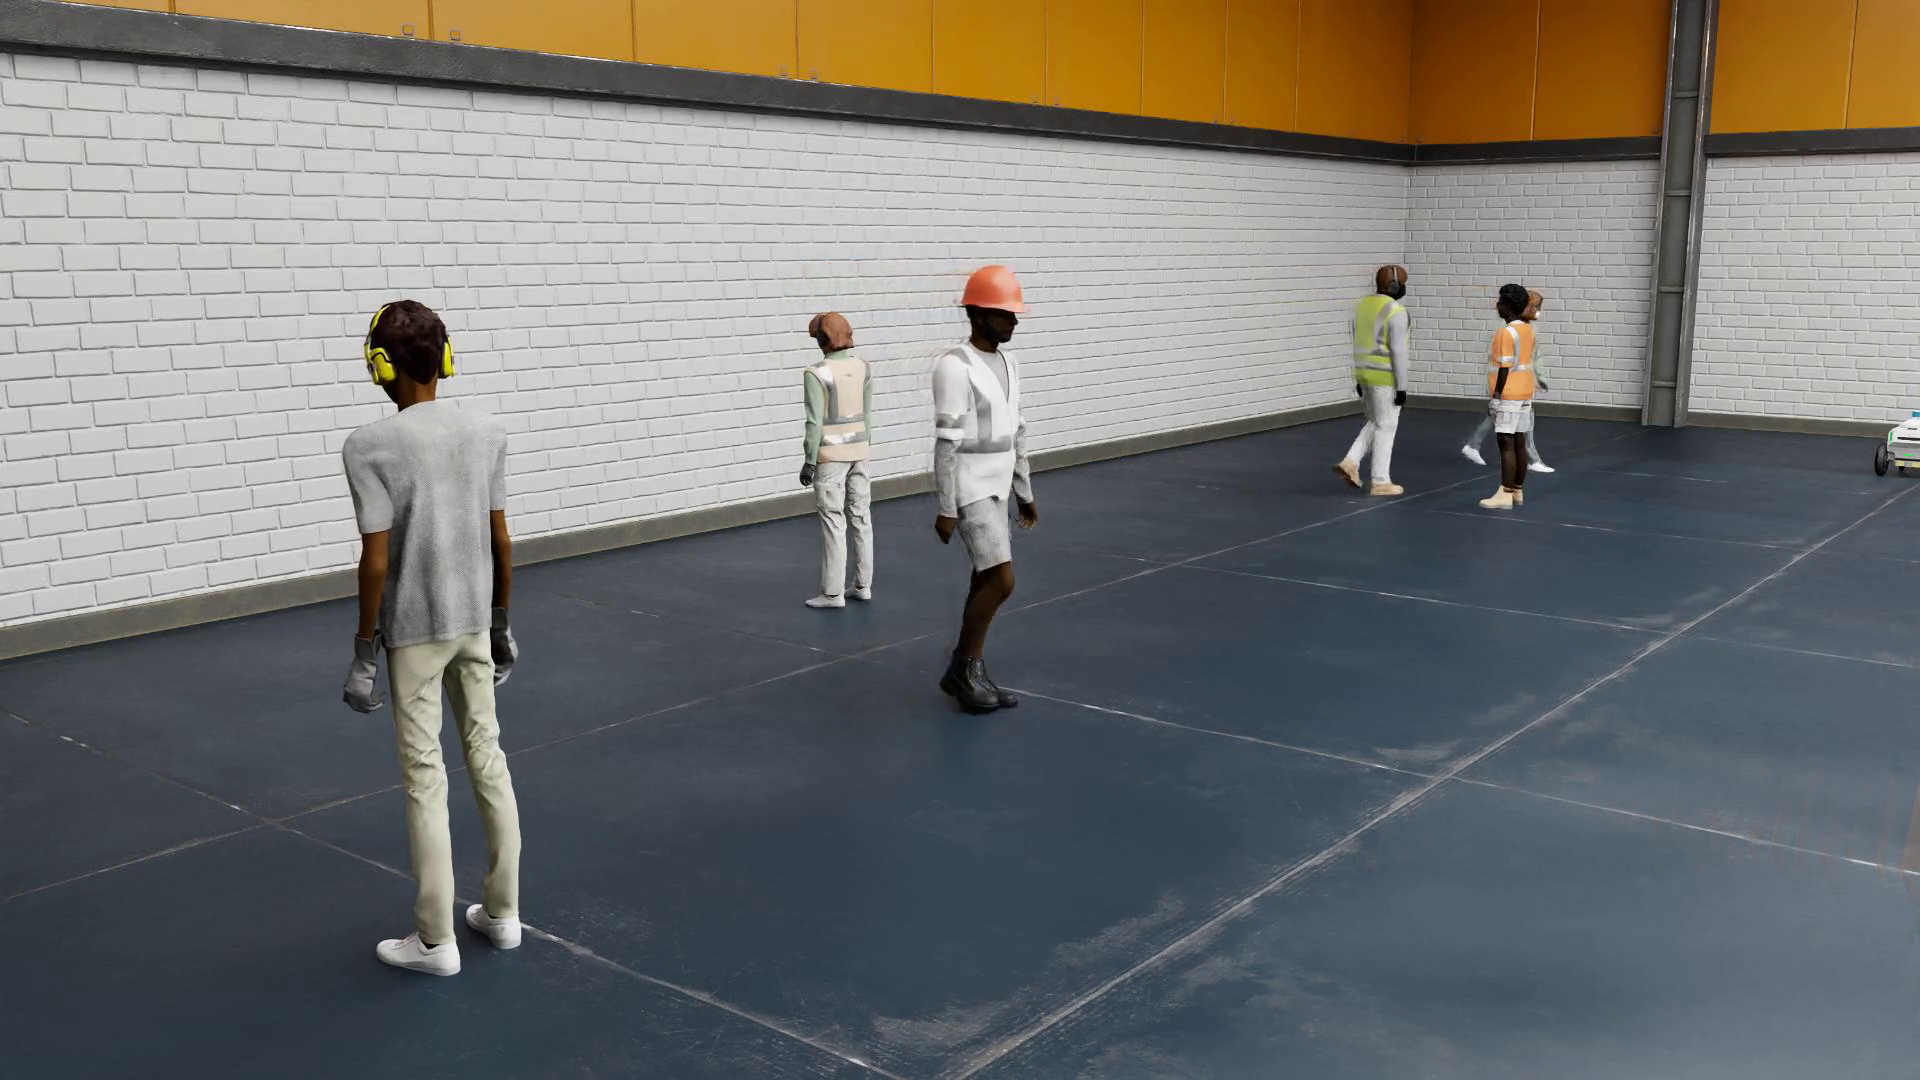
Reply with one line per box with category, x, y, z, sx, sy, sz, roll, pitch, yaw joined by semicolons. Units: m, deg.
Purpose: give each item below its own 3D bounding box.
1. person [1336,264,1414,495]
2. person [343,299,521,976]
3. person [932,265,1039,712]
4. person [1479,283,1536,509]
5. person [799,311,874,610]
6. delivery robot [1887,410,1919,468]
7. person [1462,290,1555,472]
person;3.334;-1.257;13.170;0.457;1.831;0.648;-4;11;-19
person;-1.459;0.274;4.603;0.327;1.865;0.517;8;13;39
person;0.128;-0.201;7.104;0.430;1.923;0.546;5;11;26
person;4.151;-1.082;12.578;0.321;1.697;0.529;8;13;39
person;-0.670;-0.434;9.151;0.312;1.639;0.512;8;13;39
delivery robot;8.246;-0.875;14.335;0.477;0.478;0.707;8;13;38
person;4.881;-1.418;14.744;0.857;1.594;0.510;8;13;39
